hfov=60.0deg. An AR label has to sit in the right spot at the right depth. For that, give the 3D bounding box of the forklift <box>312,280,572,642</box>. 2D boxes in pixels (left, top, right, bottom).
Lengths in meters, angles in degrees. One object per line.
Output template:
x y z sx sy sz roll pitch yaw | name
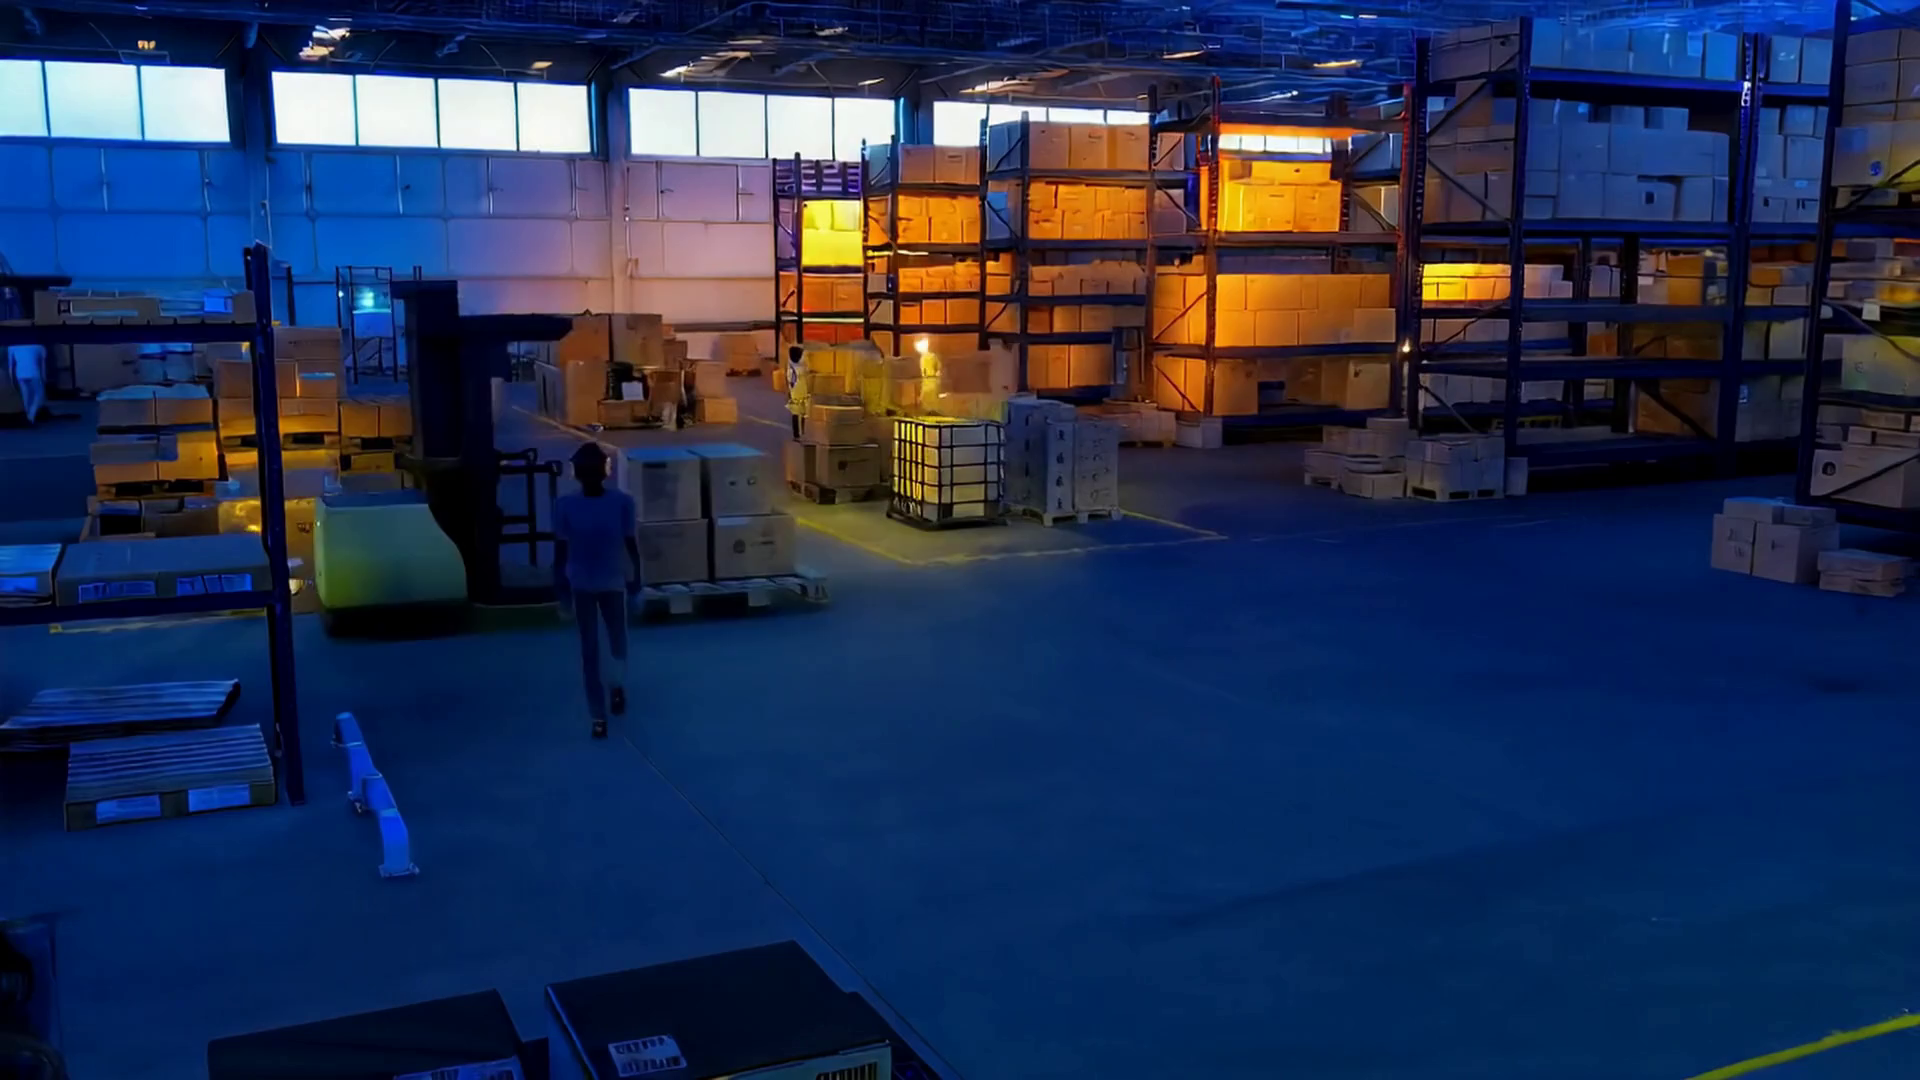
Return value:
-4.243 -0.701 13.436 1.873 2.768 1.129 -4 10 -25 | forklift

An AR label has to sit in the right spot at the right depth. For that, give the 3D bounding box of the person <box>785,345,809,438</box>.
-2.683 -2.345 27.298 0.317 1.695 0.540 6 11 33 | person

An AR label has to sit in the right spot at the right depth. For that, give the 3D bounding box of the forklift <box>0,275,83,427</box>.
-17.742 -3.573 31.257 1.129 2.768 1.873 2 9 12 | forklift

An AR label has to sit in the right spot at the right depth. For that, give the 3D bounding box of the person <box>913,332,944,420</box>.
-0.490 -2.505 27.679 0.581 1.889 0.559 -2 9 -11 | person

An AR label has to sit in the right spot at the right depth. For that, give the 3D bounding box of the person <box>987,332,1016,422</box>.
0.783 -2.581 28.186 0.876 1.889 0.655 5 11 30 | person

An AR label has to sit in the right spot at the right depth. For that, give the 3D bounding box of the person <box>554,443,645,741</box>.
-2.239 0.304 10.362 0.545 1.853 0.483 -1 9 -8 | person

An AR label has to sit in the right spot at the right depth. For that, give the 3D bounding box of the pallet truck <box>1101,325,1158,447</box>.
2.881 -2.596 27.923 0.823 1.965 1.885 -1 9 -7 | pallet truck

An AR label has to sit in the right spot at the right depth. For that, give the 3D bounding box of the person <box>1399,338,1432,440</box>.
6.653 -2.006 24.457 0.377 1.932 0.552 -5 10 -28 | person

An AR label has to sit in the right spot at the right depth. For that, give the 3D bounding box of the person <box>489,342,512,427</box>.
-8.661 -3.075 30.974 0.615 1.979 0.449 -8 12 -40 | person

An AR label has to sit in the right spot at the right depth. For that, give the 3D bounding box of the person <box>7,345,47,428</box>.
-17.190 -2.996 30.665 0.631 1.923 0.642 -3 10 -20 | person
